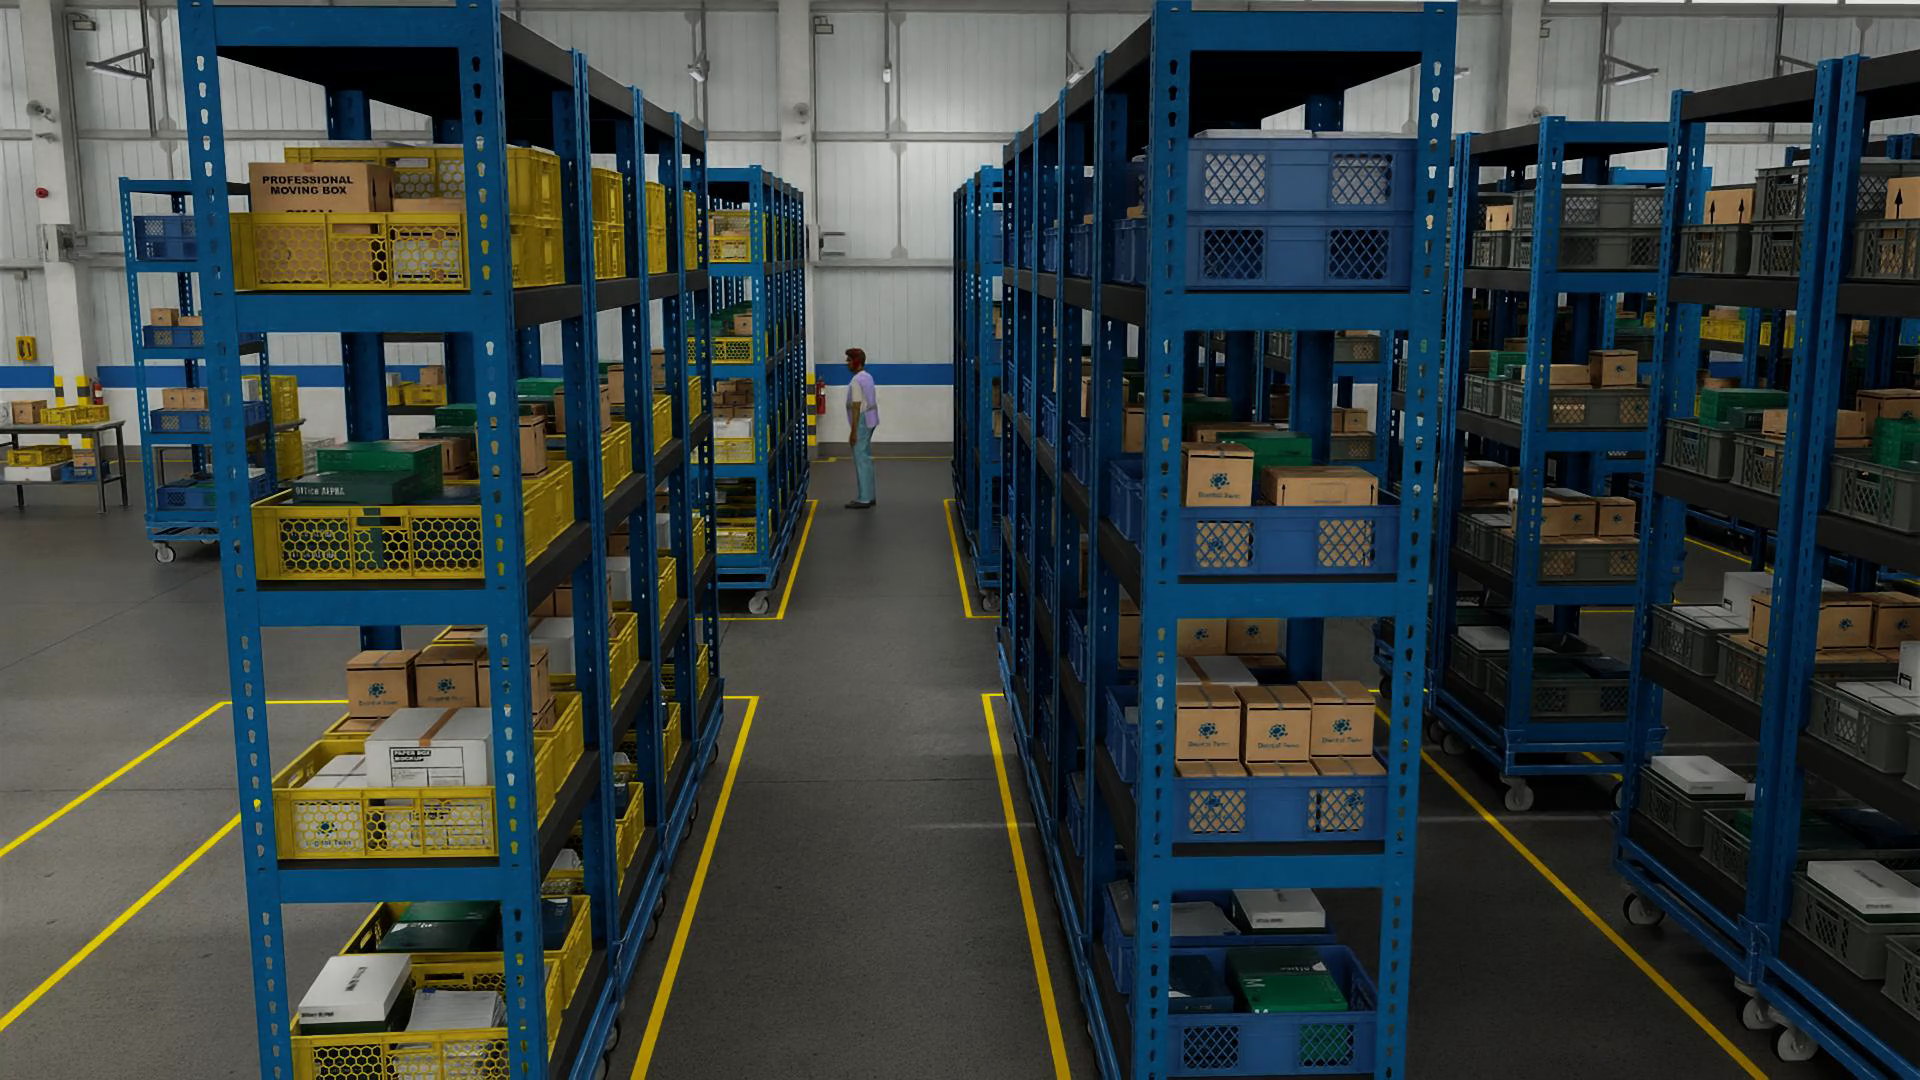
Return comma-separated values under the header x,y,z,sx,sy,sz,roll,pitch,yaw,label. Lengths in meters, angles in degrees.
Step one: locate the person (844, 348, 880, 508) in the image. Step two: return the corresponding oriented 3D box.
x,y,z,sx,sy,sz,roll,pitch,yaw,label
-1.116,-1.275,19.040,0.388,1.837,0.560,1,10,8,person
